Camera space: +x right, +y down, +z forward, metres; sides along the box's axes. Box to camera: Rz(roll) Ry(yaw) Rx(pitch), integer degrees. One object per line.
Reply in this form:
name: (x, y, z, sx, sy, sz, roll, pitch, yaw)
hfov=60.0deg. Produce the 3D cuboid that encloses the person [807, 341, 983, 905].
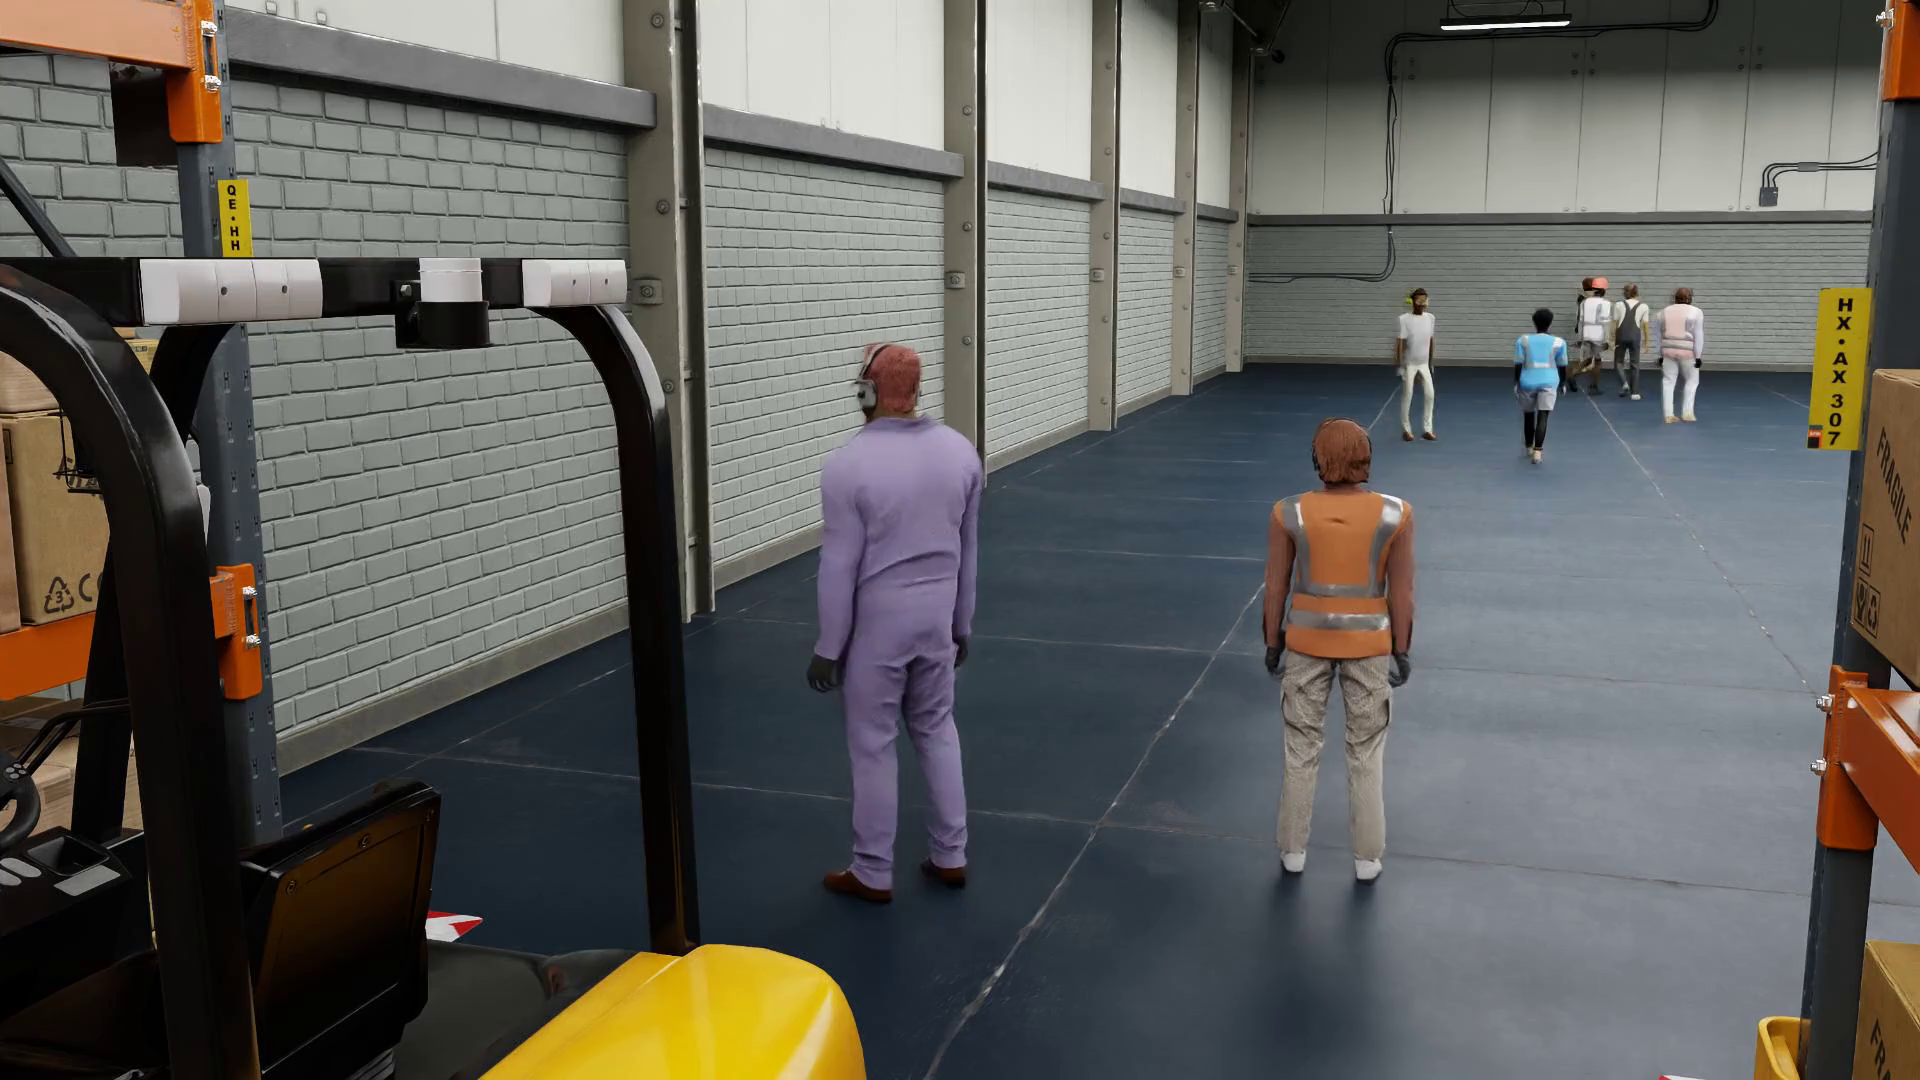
person: (-0.229, 0.281, 5.662, 0.653, 1.906, 0.406, -8, 12, -39)

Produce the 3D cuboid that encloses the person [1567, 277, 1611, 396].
person: (10.160, -3.270, 26.784, 0.614, 1.923, 0.555, -5, 11, -28)

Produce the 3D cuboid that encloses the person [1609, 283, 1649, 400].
person: (10.472, -3.094, 25.988, 0.607, 1.826, 0.374, 3, 10, 19)

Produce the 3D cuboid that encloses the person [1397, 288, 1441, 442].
person: (5.497, -2.074, 19.866, 0.576, 1.841, 0.759, -2, 10, -14)

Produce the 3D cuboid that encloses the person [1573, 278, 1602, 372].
person: (12.331, -4.231, 32.735, 0.634, 1.839, 0.429, -6, 11, -33)

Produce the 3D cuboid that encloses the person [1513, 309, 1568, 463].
person: (6.306, -1.677, 18.072, 0.550, 1.642, 0.881, 4, 10, 22)

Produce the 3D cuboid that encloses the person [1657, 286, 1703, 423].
person: (9.721, -2.483, 22.358, 0.633, 1.825, 0.653, -8, 13, -41)

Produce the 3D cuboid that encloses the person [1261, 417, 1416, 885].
person: (1.321, 0.394, 5.818, 0.526, 1.637, 0.320, 3, 10, 15)
